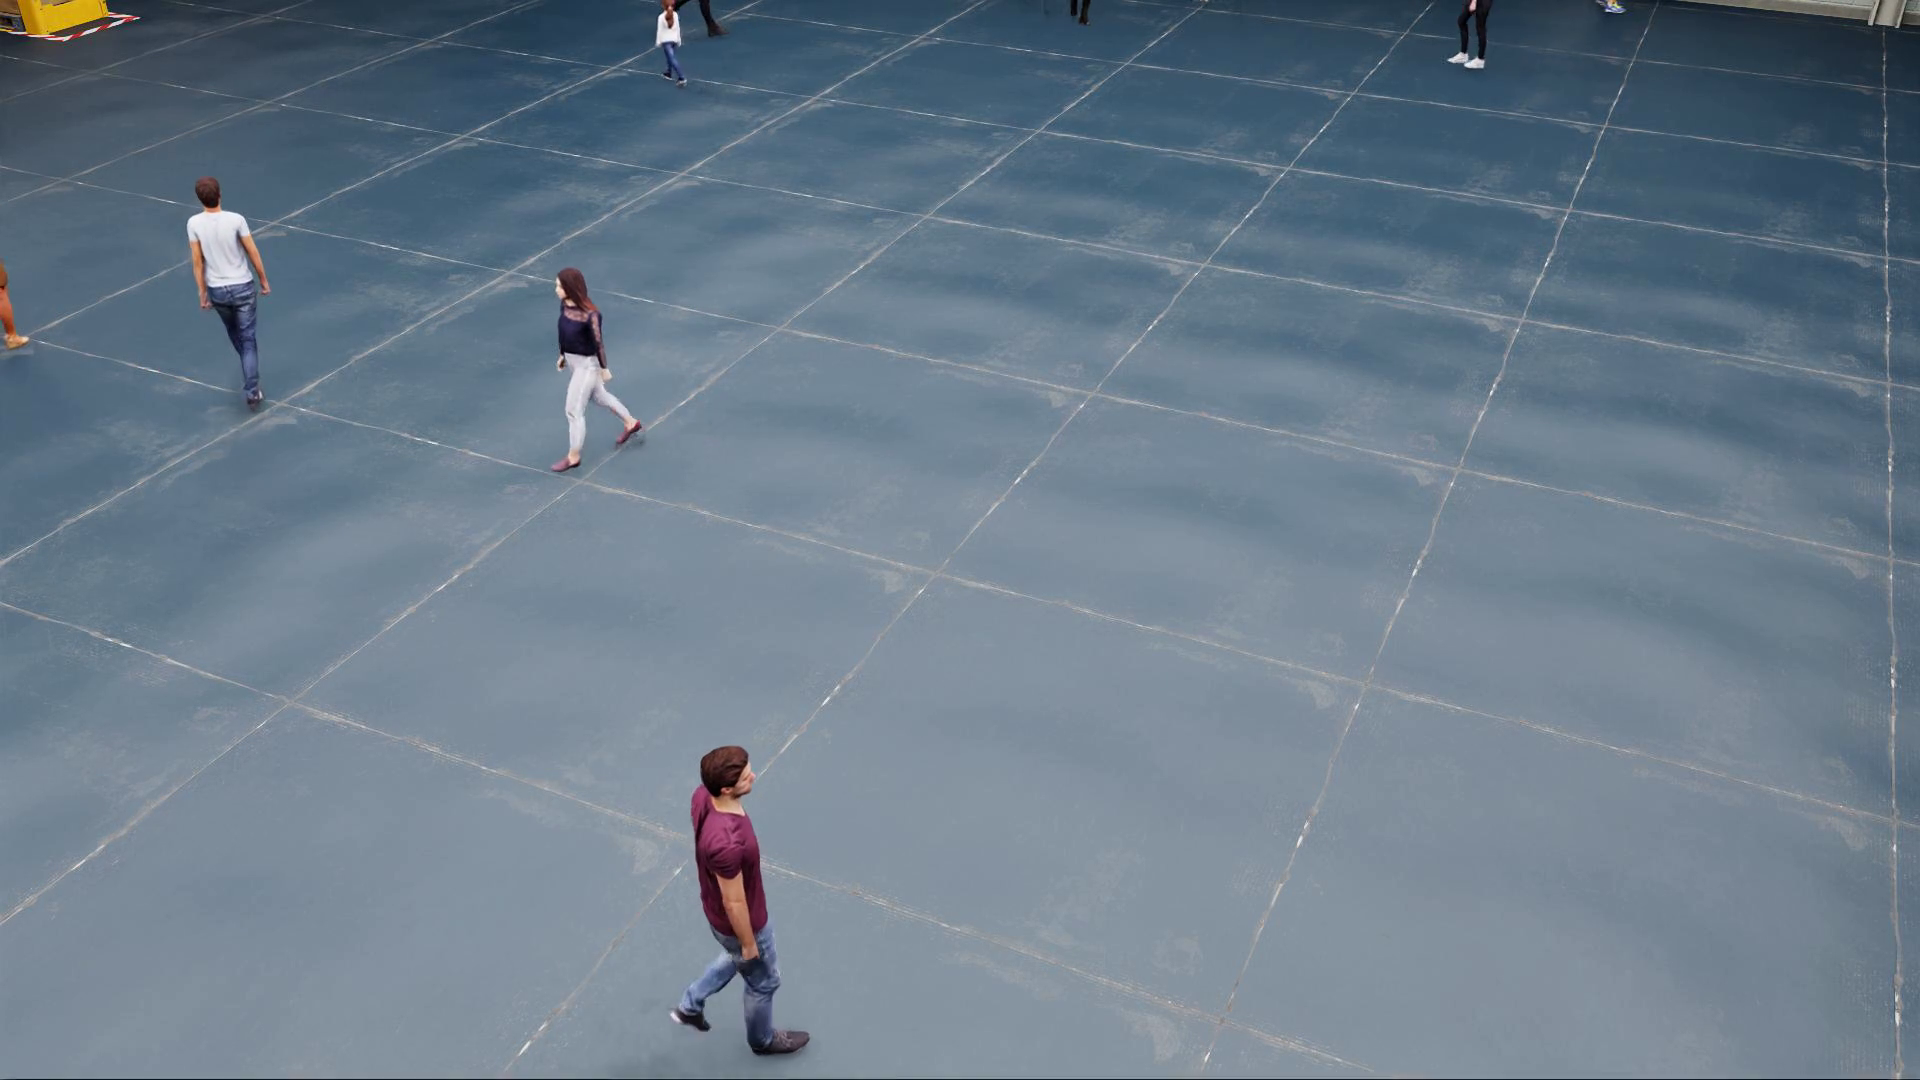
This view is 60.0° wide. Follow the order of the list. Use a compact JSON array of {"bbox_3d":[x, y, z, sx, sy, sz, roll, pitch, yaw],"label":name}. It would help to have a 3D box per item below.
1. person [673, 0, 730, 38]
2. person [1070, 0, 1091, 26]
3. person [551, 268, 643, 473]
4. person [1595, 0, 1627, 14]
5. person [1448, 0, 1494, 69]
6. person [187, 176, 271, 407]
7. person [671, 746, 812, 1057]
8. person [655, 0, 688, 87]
[{"bbox_3d":[-3.691,-7.627,22.342,1.229,1.747,1.044,-5,33,-8],"label":"person"},{"bbox_3d":[1.685,-8.053,22.926,0.816,1.846,0.858,-18,37,-27],"label":"person"},{"bbox_3d":[-2.766,-1.310,12.492,0.983,1.572,1.077,-21,38,-30],"label":"person"},{"bbox_3d":[9.425,-8.426,23.512,0.880,1.850,0.848,18,36,26],"label":"person"},{"bbox_3d":[6.699,-6.851,21.129,0.773,1.728,0.704,2,32,4],"label":"person"},{"bbox_3d":[-5.807,-1.945,13.265,1.197,1.821,1.196,-8,33,-12],"label":"person"},{"bbox_3d":[-1.079,1.668,7.521,1.015,1.839,0.957,-11,34,-17],"label":"person"},{"bbox_3d":[-3.593,-6.219,20.727,0.831,1.089,0.574,24,40,33],"label":"person"}]
